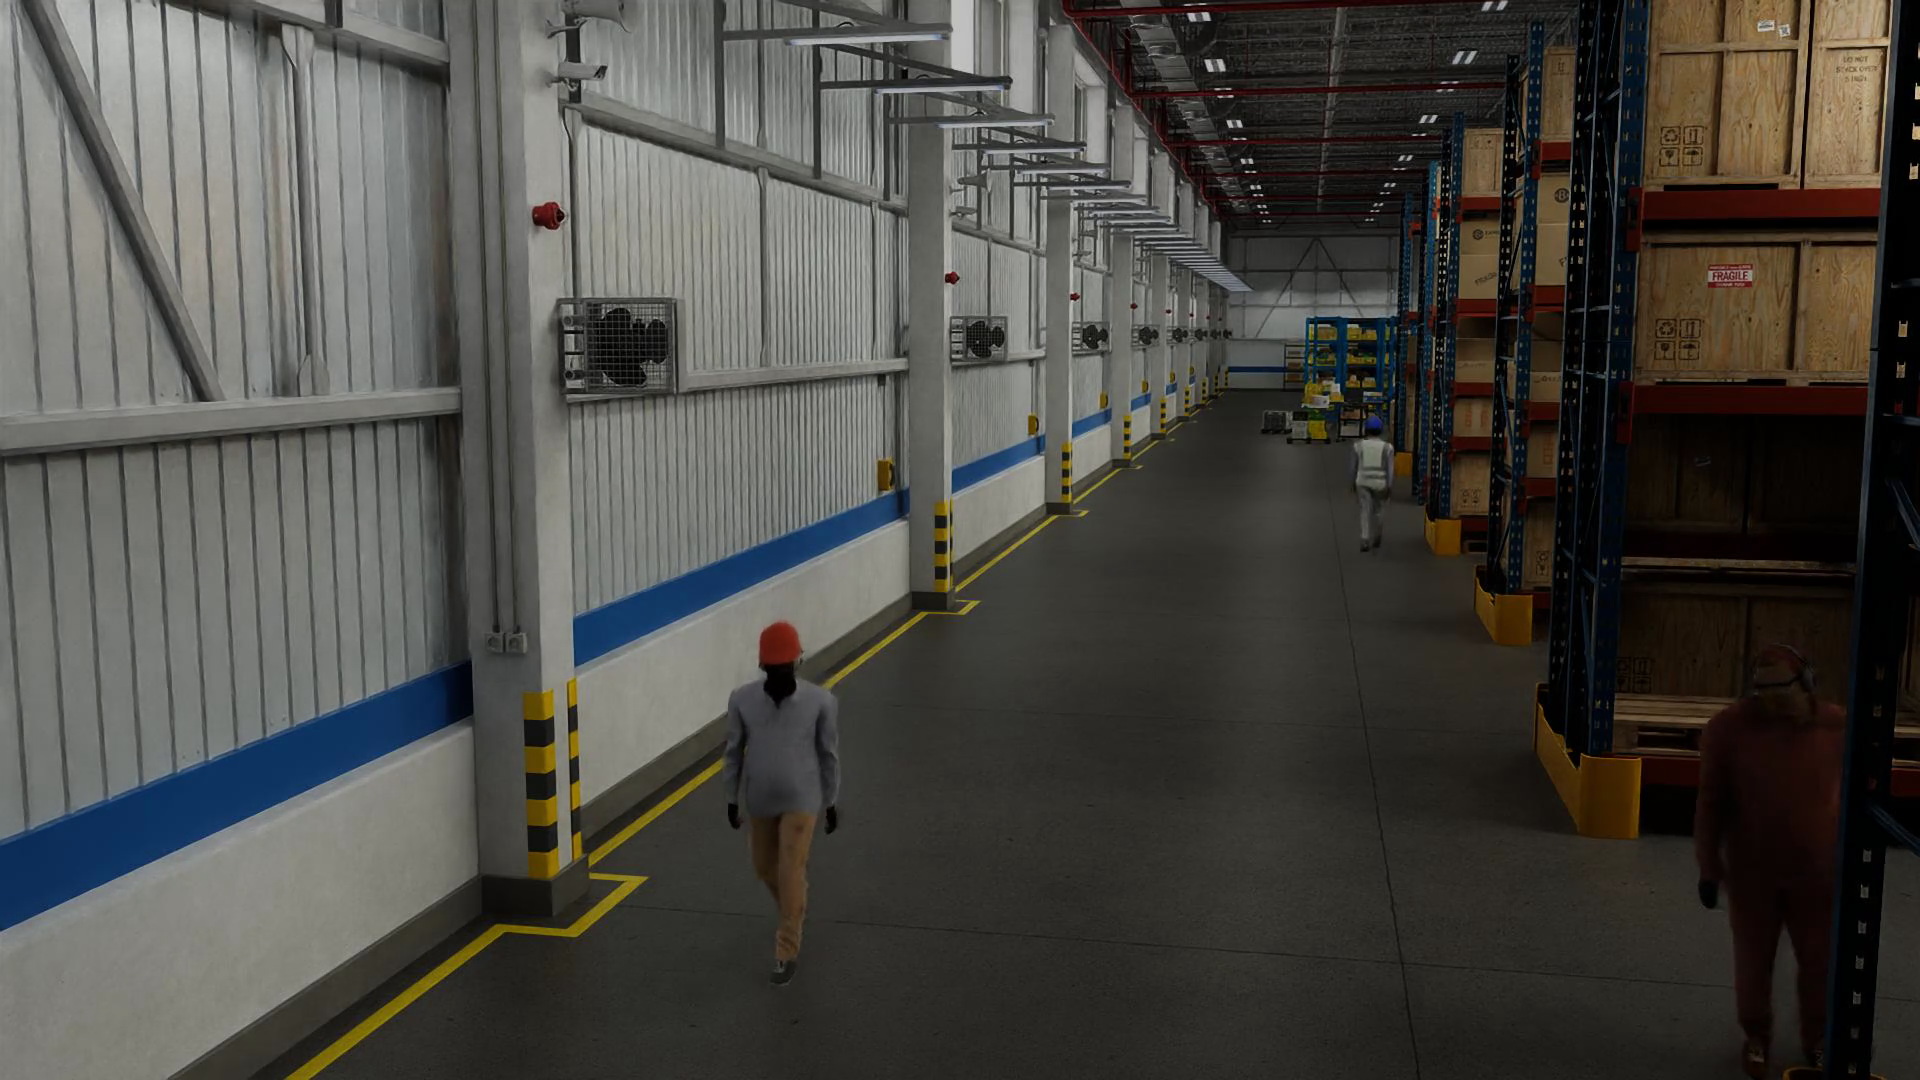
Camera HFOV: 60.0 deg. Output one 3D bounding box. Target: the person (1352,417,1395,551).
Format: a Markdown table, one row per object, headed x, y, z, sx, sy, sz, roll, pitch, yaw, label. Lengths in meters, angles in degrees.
| x | y | z | sx | sy | sz | roll | pitch | yaw | label |
| --- | --- | --- | --- | --- | --- | --- | --- | --- | --- |
| 5.880 | -0.798 | 23.720 | 0.596 | 1.902 | 1.022 | 2 | 7 | 17 | person |

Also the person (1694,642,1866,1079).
| x | y | z | sx | sy | sz | roll | pitch | yaw | label |
| --- | --- | --- | --- | --- | --- | --- | --- | --- | --- |
| 3.353 | 1.322 | 6.833 | 0.665 | 1.867 | 0.518 | 2 | 7 | 15 | person |

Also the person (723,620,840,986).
| x | y | z | sx | sy | sz | roll | pitch | yaw | label |
| --- | --- | --- | --- | --- | --- | --- | --- | --- | --- |
| -0.857 | 1.224 | 8.146 | 0.575 | 1.733 | 0.723 | 1 | 7 | 9 | person |

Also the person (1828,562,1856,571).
| x | y | z | sx | sy | sz | roll | pitch | yaw | label |
| --- | --- | --- | --- | --- | --- | --- | --- | --- | --- |
| 7.493 | 0.466 | 14.242 | 0.683 | 1.721 | 0.497 | 2 | 7 | 13 | person |
